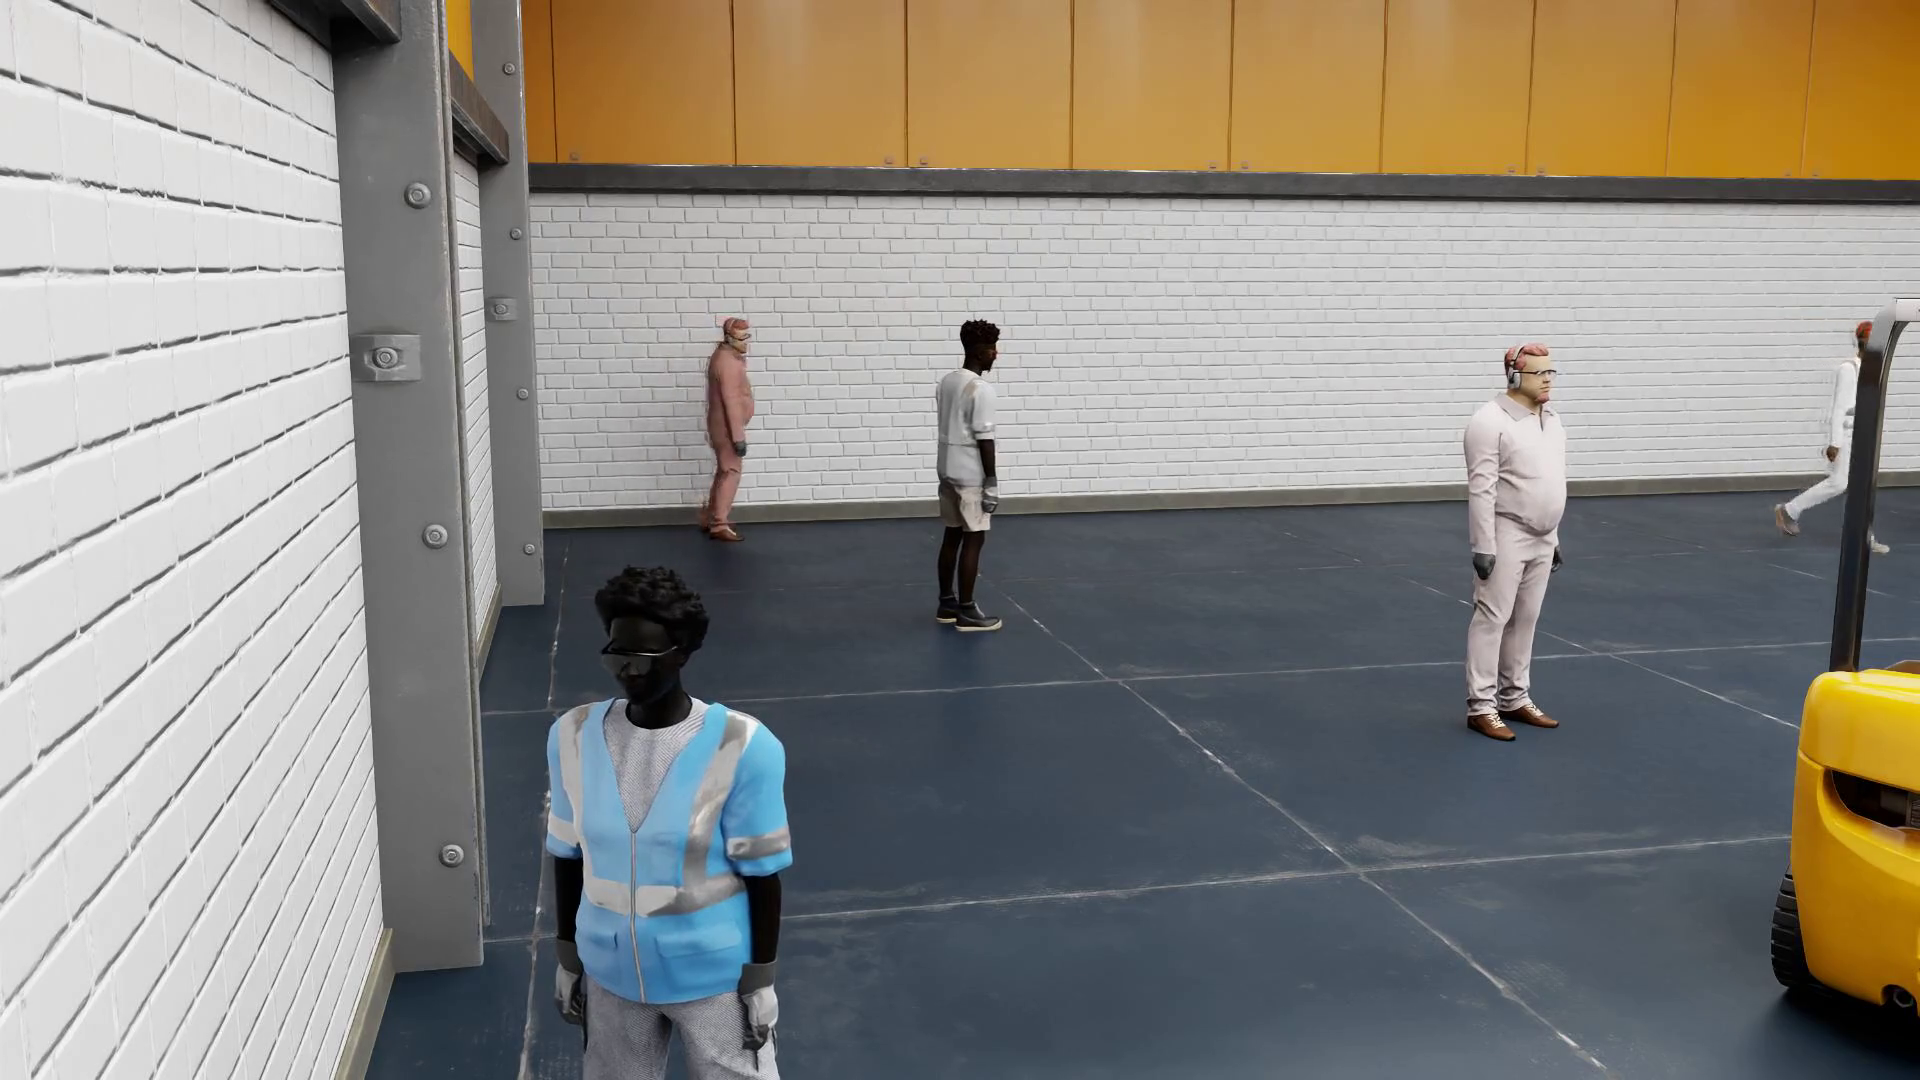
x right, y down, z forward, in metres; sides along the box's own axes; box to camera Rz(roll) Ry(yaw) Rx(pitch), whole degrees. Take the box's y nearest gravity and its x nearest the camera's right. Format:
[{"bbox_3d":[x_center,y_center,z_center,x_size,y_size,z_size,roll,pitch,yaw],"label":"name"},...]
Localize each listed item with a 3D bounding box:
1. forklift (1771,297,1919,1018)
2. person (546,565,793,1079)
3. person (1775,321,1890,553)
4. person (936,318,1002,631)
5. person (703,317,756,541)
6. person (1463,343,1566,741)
[{"bbox_3d":[3.542,0.334,5.177,2.313,2.155,1.214,-9,13,-43],"label":"forklift"},{"bbox_3d":[-0.597,0.877,3.404,0.536,1.690,0.321,3,10,15],"label":"person"},{"bbox_3d":[7.098,-0.841,13.407,0.578,1.858,0.805,-6,11,-34],"label":"person"},{"bbox_3d":[0.064,-0.404,10.423,0.399,1.955,0.610,-5,11,-28],"label":"person"},{"bbox_3d":[-1.908,-0.912,13.783,0.428,1.863,0.737,-2,10,-13],"label":"person"},{"bbox_3d":[2.720,0.002,8.077,0.640,1.909,0.409,-7,12,-37],"label":"person"}]
